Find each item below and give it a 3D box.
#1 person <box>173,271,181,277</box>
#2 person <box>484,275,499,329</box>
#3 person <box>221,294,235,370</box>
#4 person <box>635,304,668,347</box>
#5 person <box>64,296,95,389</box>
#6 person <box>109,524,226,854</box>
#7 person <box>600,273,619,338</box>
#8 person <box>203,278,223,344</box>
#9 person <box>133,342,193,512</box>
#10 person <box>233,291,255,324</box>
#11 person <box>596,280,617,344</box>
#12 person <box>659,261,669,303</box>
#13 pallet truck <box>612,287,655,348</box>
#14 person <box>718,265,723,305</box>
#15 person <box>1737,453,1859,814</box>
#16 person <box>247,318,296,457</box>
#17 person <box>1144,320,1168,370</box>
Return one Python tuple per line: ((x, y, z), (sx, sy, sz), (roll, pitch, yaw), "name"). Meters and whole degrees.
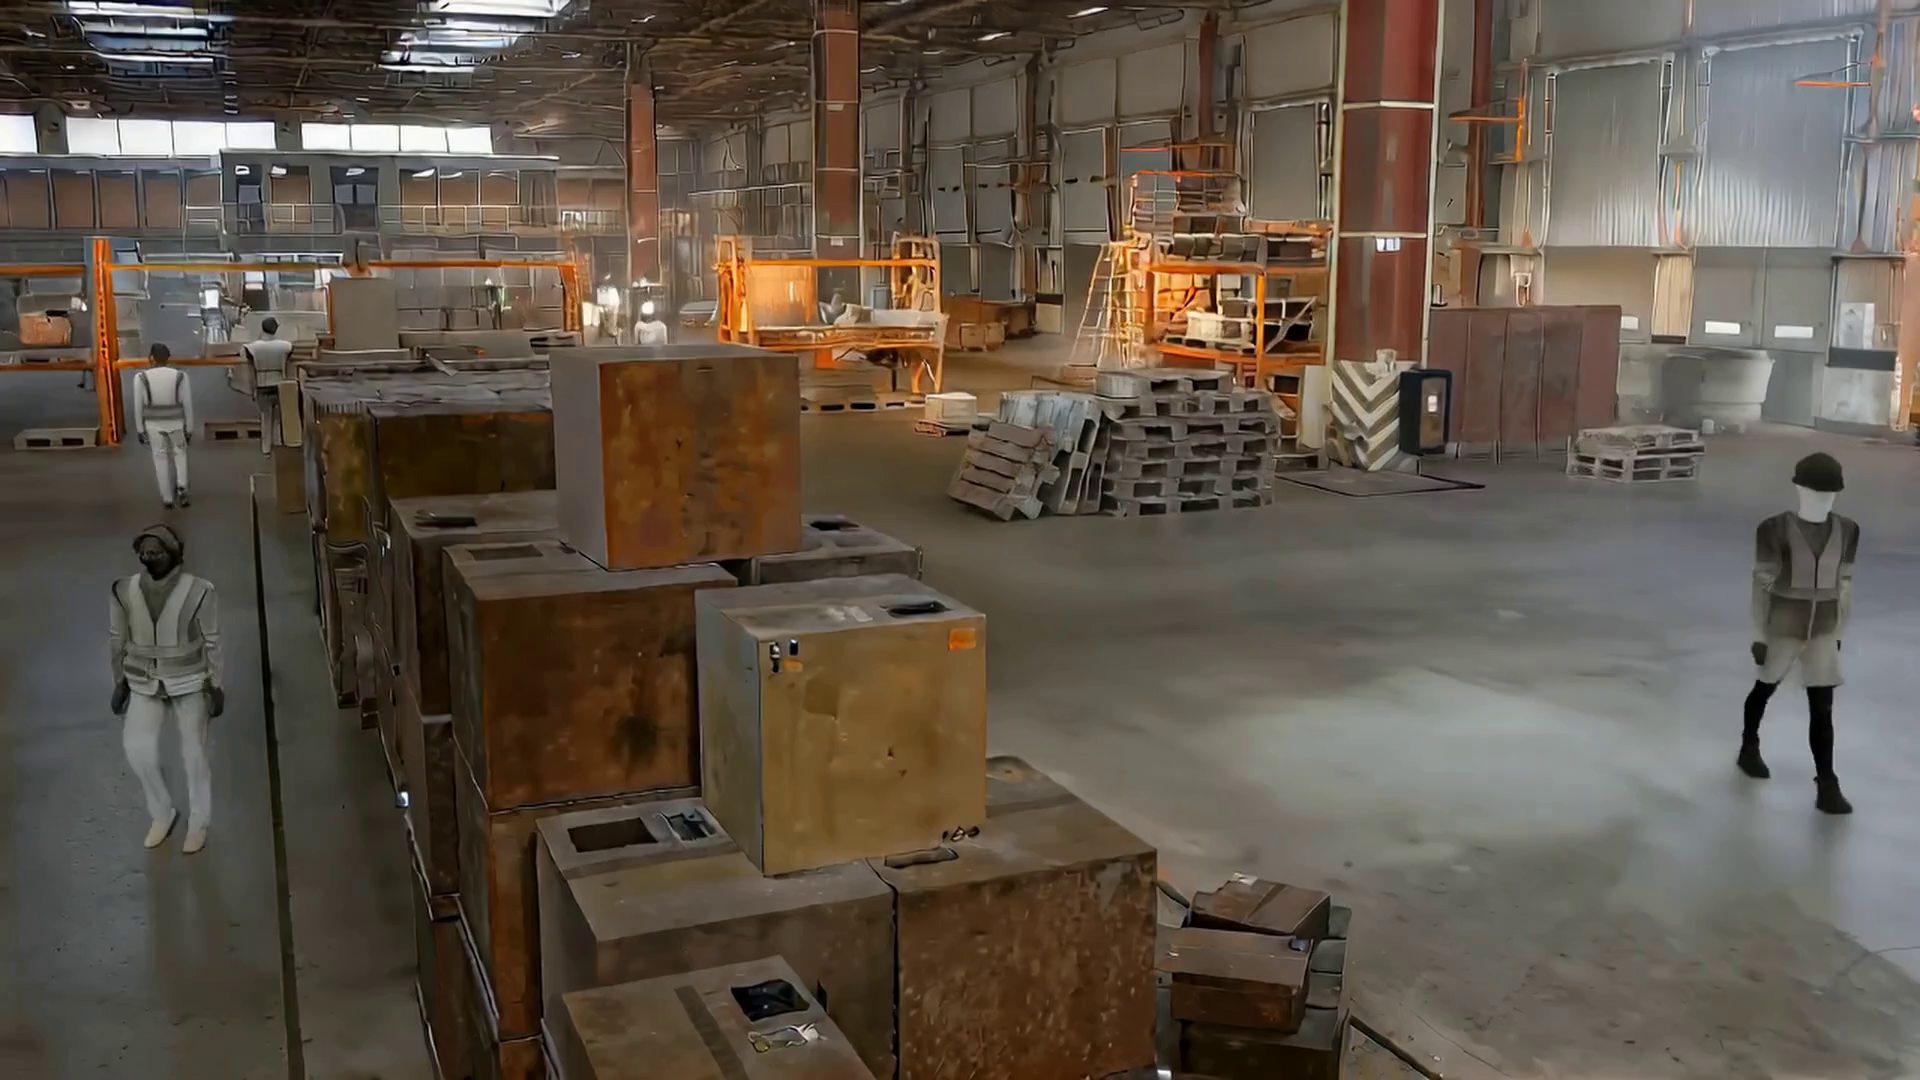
((-29.844, -9.450, 63.525), (0.575, 1.882, 0.355), (10, 14, 44), "person")
((-13.546, -6.669, 48.040), (0.360, 1.938, 0.632), (0, 10, 2), "person")
((-16.692, -4.751, 38.008), (0.311, 1.743, 0.493), (2, 11, 13), "person")
((-5.411, -3.214, 29.208), (0.597, 1.867, 1.014), (1, 10, 5), "person")
((-17.491, -3.918, 33.103), (0.580, 1.854, 0.606), (-5, 11, -26), "person")
((-3.853, 0.729, 8.097), (0.561, 1.629, 0.352), (-1, 10, -5), "person")
((-10.541, -7.034, 50.025), (0.606, 1.947, 0.406), (-7, 12, -34), "person")
((-20.161, -6.082, 44.806), (0.551, 1.935, 0.371), (-6, 12, -30), "person")
((-8.794, -1.248, 18.375), (0.580, 1.865, 0.590), (-6, 12, -30), "person")
((-15.735, -4.560, 36.706), (0.552, 1.831, 0.401), (2, 10, 9), "person")
((-10.115, -6.496, 47.402), (0.651, 1.816, 0.767), (6, 12, 29), "person")
((-13.209, -11.383, 73.902), (0.615, 1.984, 0.408), (0, 10, -2), "person")
((-6.464, -4.406, 35.401), (0.823, 1.965, 1.885), (6, 12, 32), "pallet truck")
((-10.459, -11.084, 72.404), (0.371, 1.927, 0.588), (-7, 13, -35), "person")
((4.497, 0.460, 8.923), (0.566, 1.879, 1.010), (0, 10, 3), "person")
((-9.483, -2.100, 22.951), (0.599, 1.908, 0.404), (-5, 11, -24), "person")
((3.295, -2.778, 27.346), (0.843, 1.657, 0.559), (7, 12, 33), "person")
